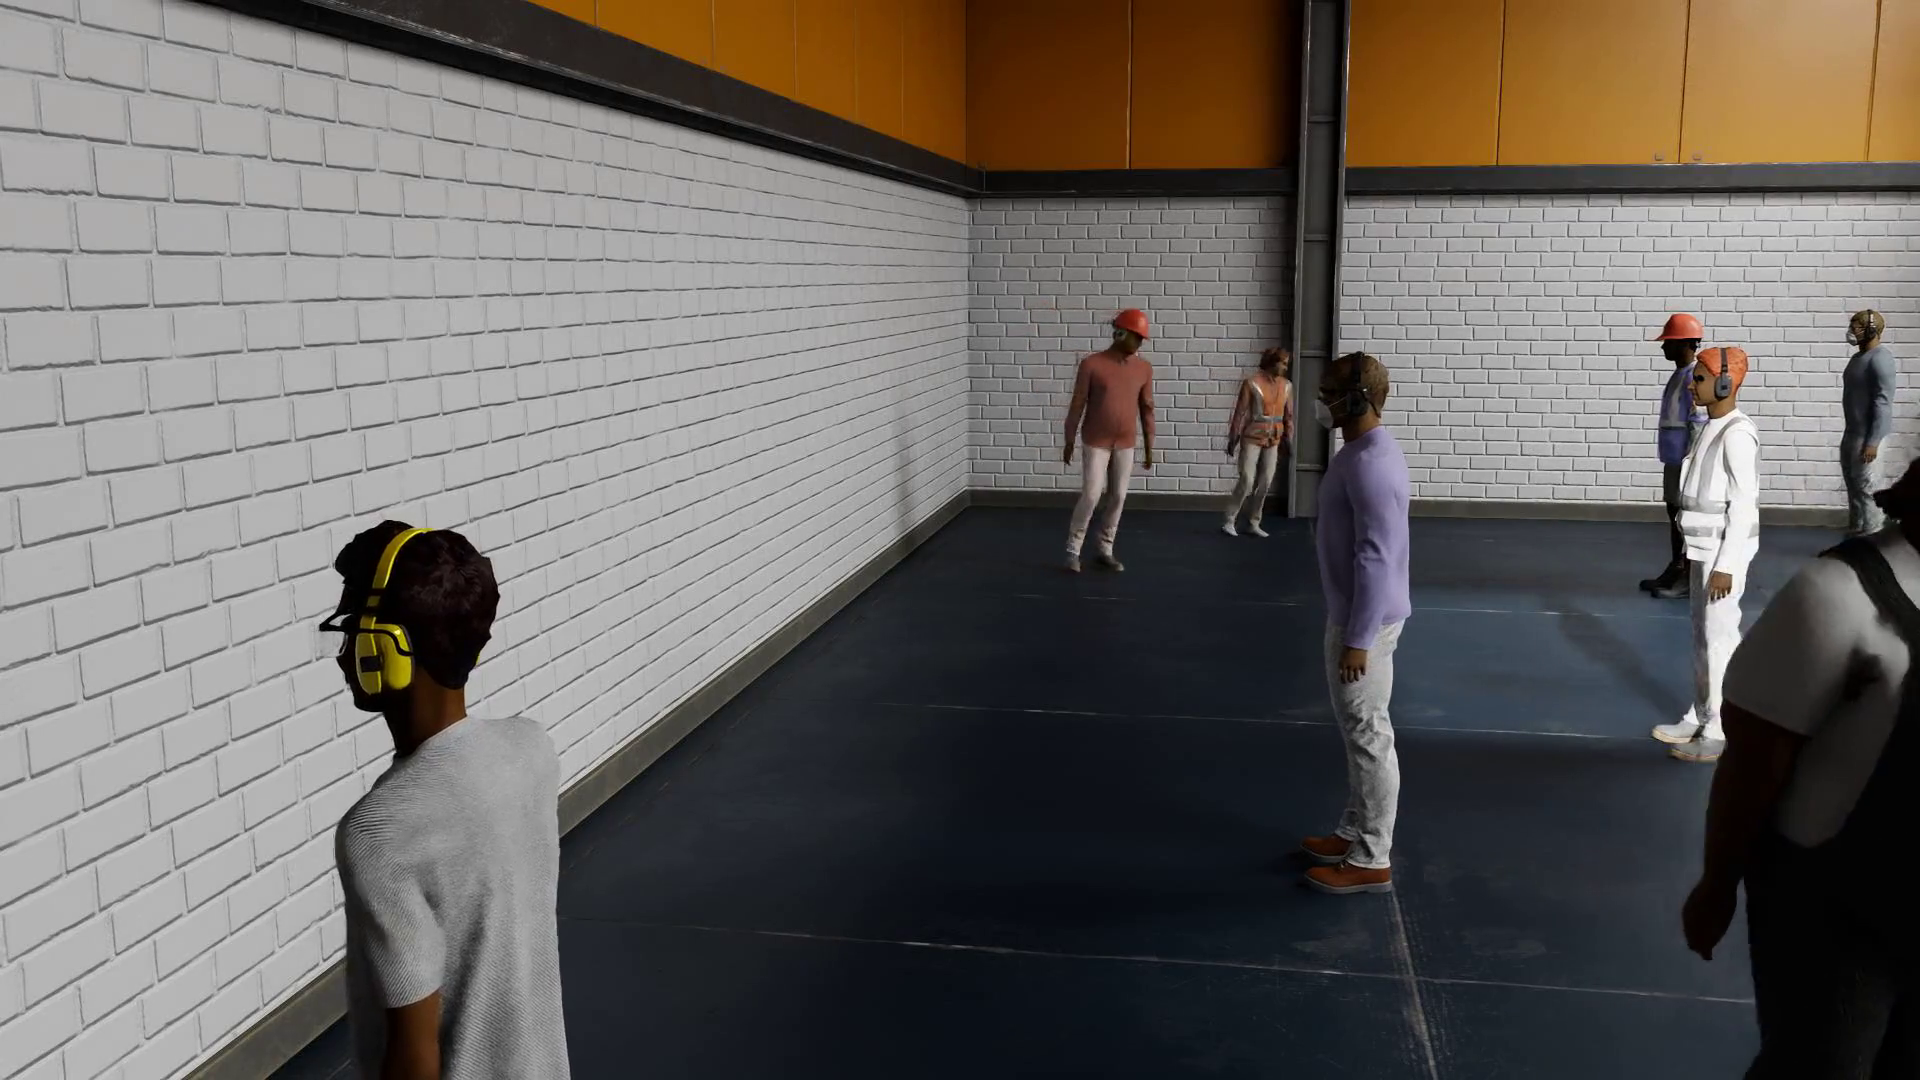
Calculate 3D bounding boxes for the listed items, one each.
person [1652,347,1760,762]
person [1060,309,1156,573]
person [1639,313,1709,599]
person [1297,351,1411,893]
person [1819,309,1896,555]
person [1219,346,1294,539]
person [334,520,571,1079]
[{"bbox_3d":[3.426,0.067,7.561,0.354,1.881,0.576,2,9,12],"label":"person"},{"bbox_3d":[1.122,-0.715,12.203,0.647,1.946,0.517,-4,10,-22],"label":"person"},{"bbox_3d":[4.869,-0.563,11.294,0.379,1.937,0.548,2,9,12],"label":"person"},{"bbox_3d":[1.424,0.297,5.962,0.371,1.939,0.629,2,9,12],"label":"person"},{"bbox_3d":[6.838,-0.773,12.595,0.371,1.939,0.629,2,9,12],"label":"person"},{"bbox_3d":[2.508,-0.807,13.807,0.550,1.604,0.398,-5,10,-27],"label":"person"},{"bbox_3d":[-0.742,0.898,2.440,0.327,1.871,0.514,2,9,12],"label":"person"}]
